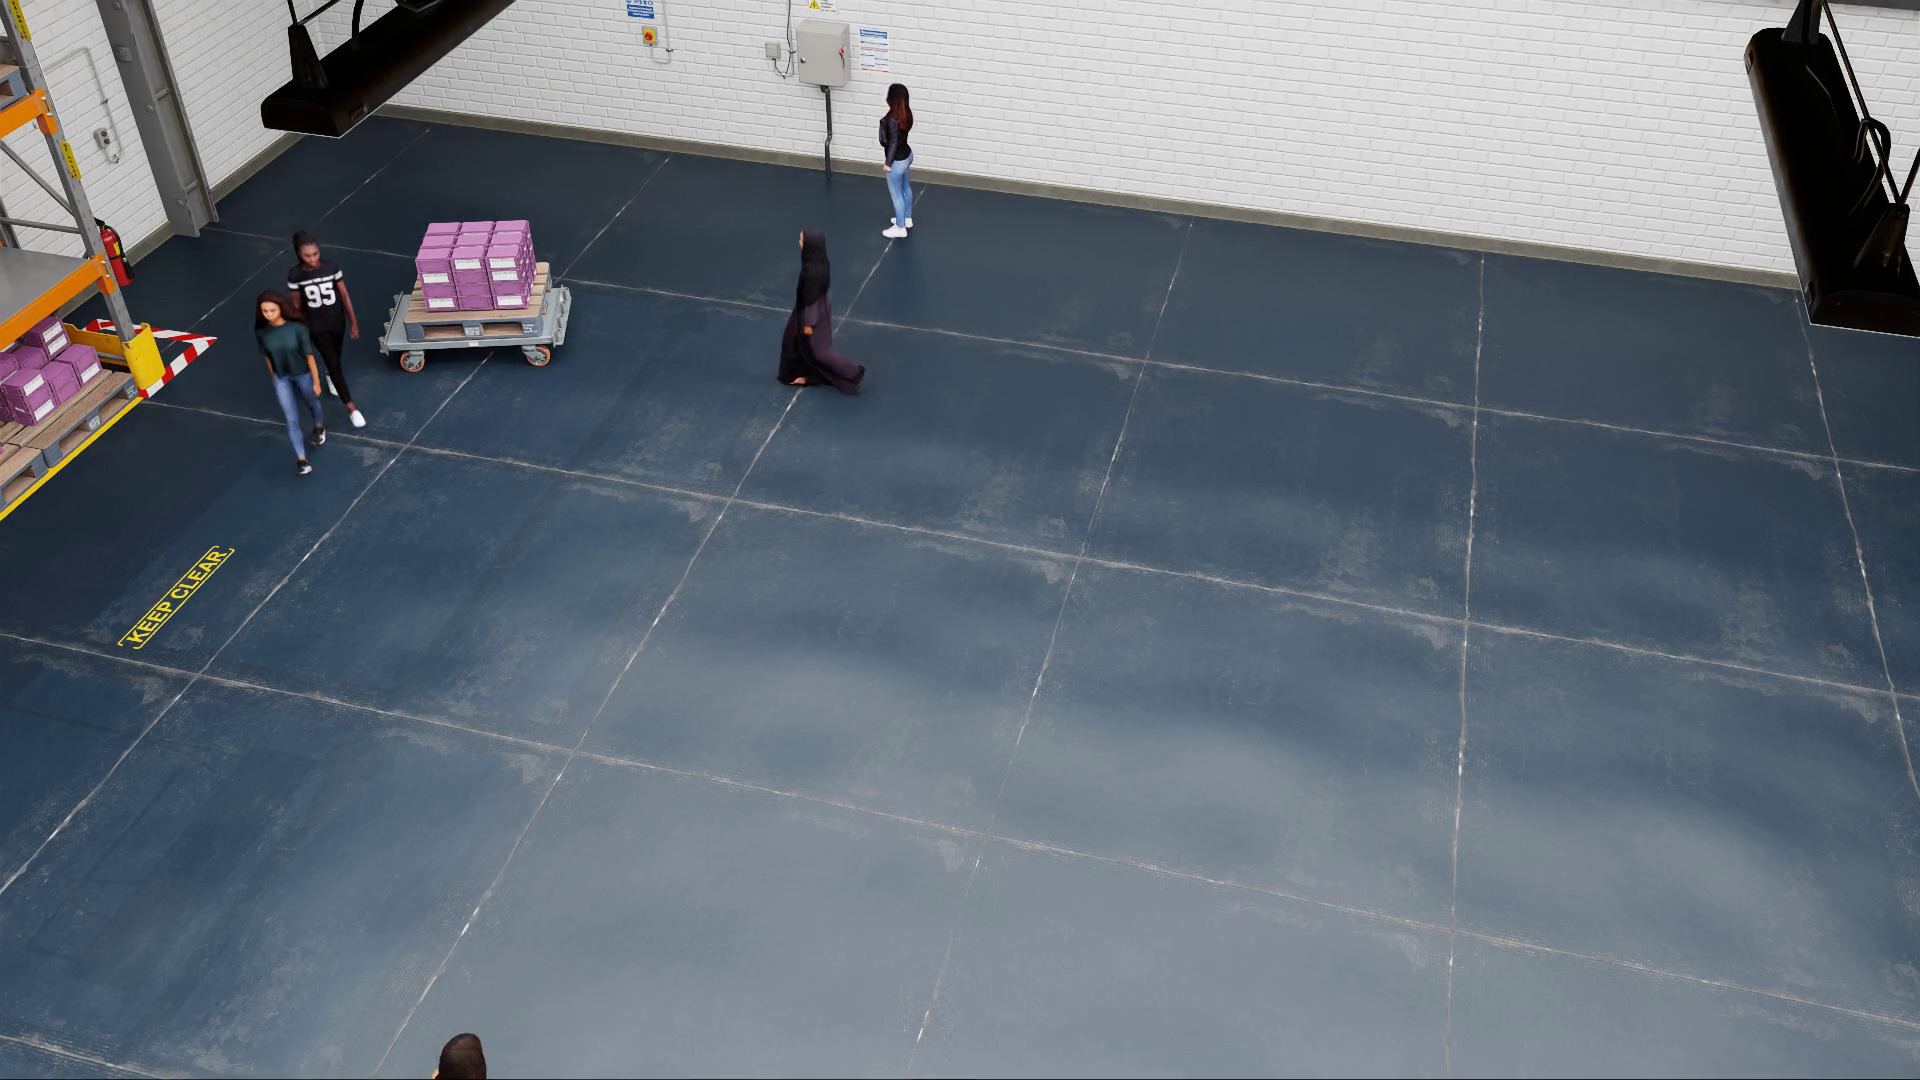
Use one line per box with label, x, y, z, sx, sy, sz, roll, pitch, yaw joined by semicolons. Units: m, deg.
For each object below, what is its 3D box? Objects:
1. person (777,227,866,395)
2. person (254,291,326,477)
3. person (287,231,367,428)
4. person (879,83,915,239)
person;-1.211;-1.996;14.626;0.818;1.596;1.027;2;39;2
person;-5.538;-1.400;13.899;0.891;1.574;1.149;-6;39;-7
person;-5.513;-1.894;14.429;1.201;1.684;1.174;-24;44;-27
person;-0.632;-3.890;16.970;0.694;1.632;0.497;11;40;14
